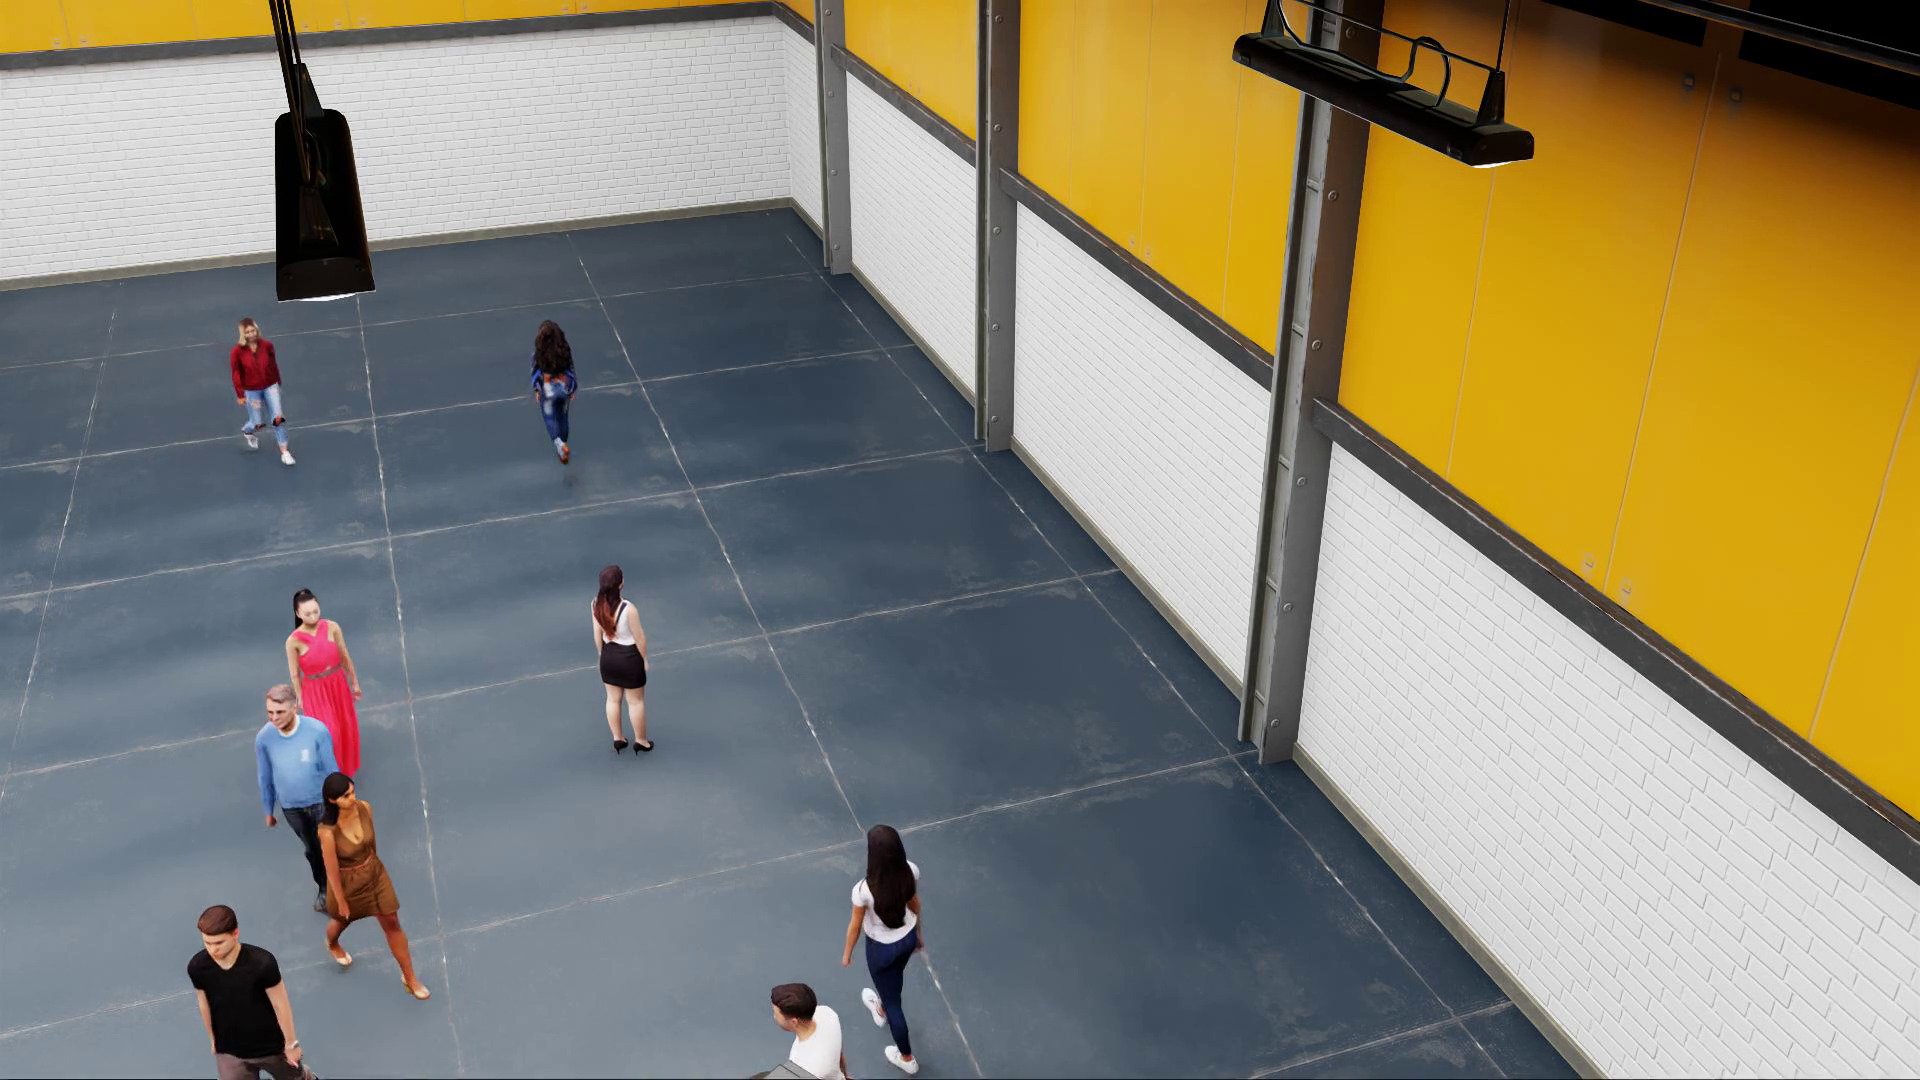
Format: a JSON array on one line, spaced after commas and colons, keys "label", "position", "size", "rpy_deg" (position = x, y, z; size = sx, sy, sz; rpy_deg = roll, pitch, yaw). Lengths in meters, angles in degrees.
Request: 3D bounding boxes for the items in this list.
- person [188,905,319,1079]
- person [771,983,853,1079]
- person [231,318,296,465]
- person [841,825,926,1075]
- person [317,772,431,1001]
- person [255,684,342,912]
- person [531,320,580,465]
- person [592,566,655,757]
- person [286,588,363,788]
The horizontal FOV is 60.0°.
[{"label": "person", "position": [-3.879, 2.720, 9.246], "size": [0.922, 1.835, 1.264], "rpy_deg": [-2, 29, -3]}, {"label": "person", "position": [-0.610, 3.028, 8.723], "size": [1.125, 1.797, 1.278], "rpy_deg": [3, 29, 6]}, {"label": "person", "position": [-7.331, -1.572, 17.351], "size": [1.043, 1.609, 0.845], "rpy_deg": [25, 37, 38]}, {"label": "person", "position": [-0.364, 2.453, 9.814], "size": [0.801, 1.760, 0.993], "rpy_deg": [-20, 35, -32]}, {"label": "person", "position": [-3.856, 2.159, 10.470], "size": [1.138, 1.648, 1.017], "rpy_deg": [15, 32, 26]}, {"label": "person", "position": [-4.359, 1.683, 11.182], "size": [0.756, 1.801, 0.746], "rpy_deg": [-1, 29, -2]}, {"label": "person", "position": [-4.183, -1.493, 17.206], "size": [0.626, 1.609, 0.826], "rpy_deg": [-11, 30, -19]}, {"label": "person", "position": [-2.590, 0.928, 12.726], "size": [0.635, 1.649, 0.665], "rpy_deg": [7, 29, 12]}, {"label": "person", "position": [-4.733, 1.108, 12.326], "size": [0.816, 1.716, 0.756], "rpy_deg": [24, 37, 37]}]
